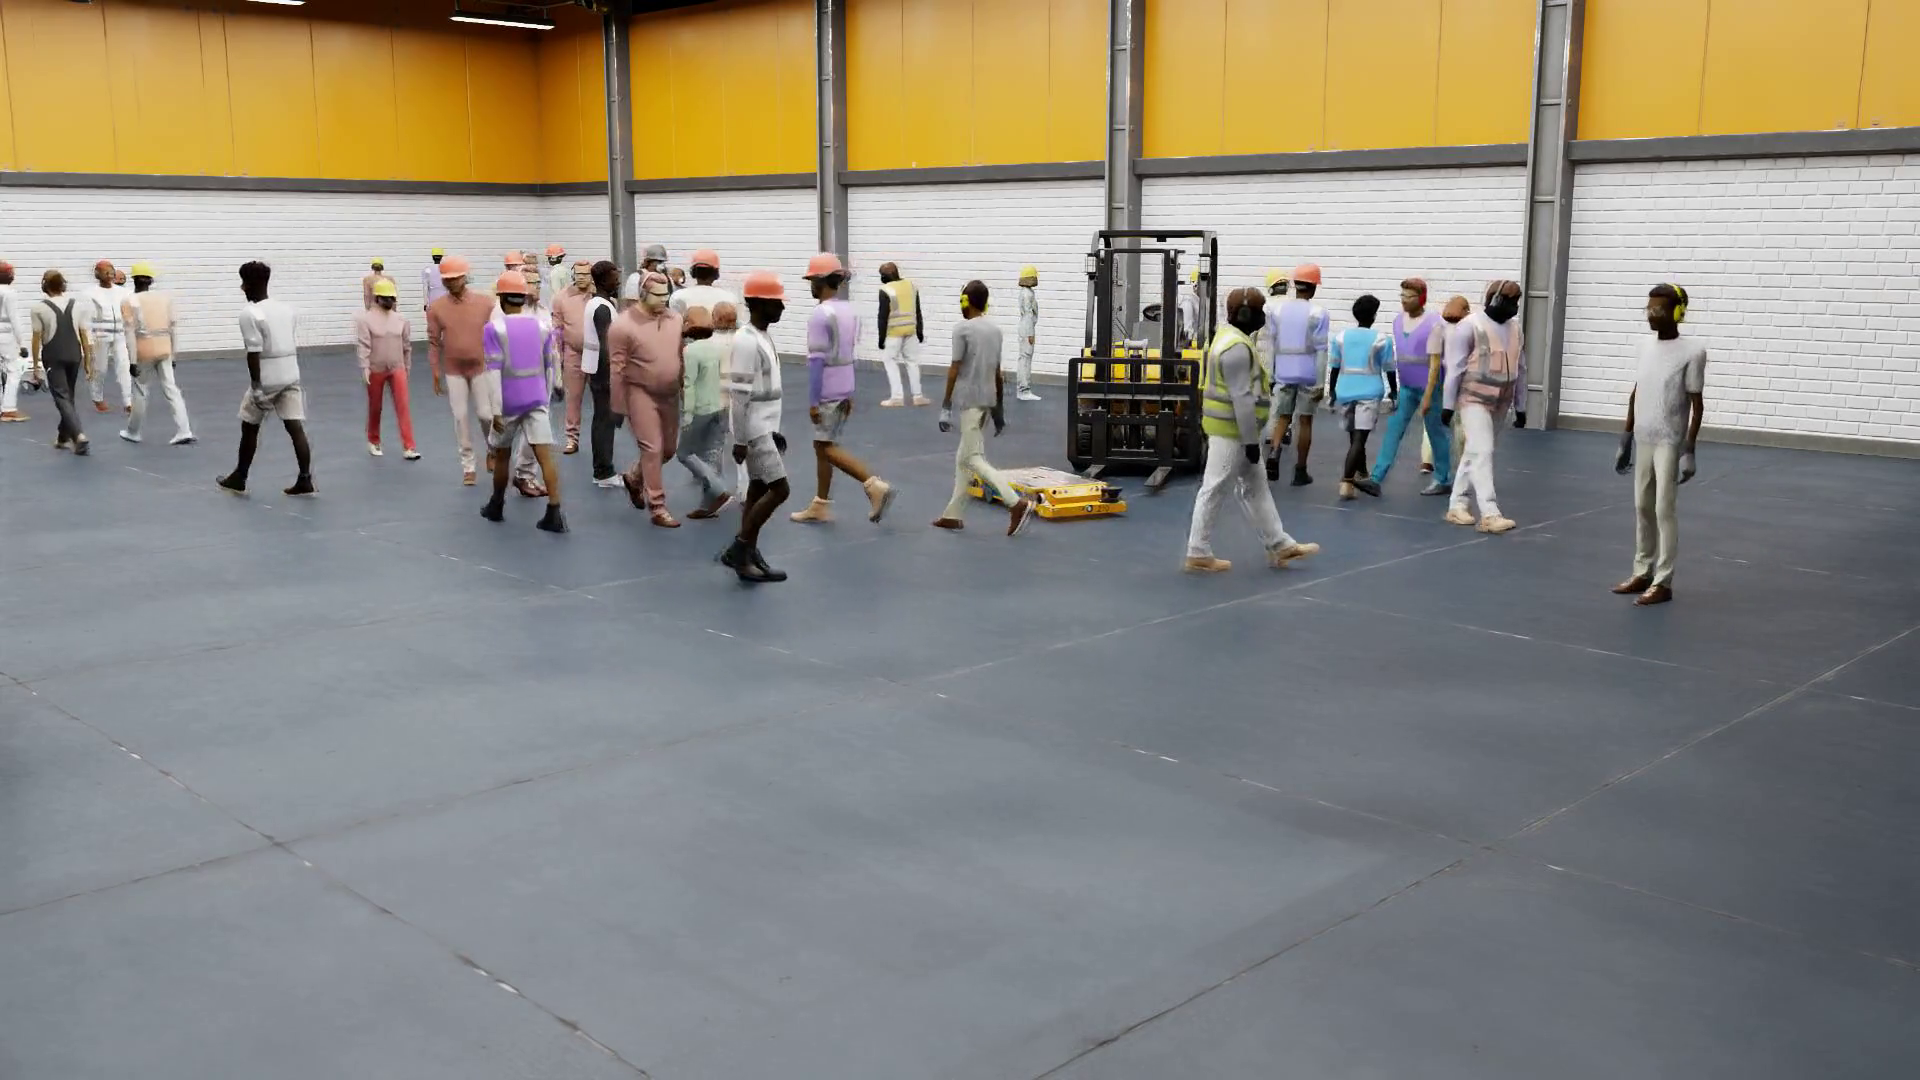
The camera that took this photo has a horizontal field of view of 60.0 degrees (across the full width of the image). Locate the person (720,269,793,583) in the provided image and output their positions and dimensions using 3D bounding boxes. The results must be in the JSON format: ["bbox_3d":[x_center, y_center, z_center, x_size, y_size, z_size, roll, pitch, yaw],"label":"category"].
[{"bbox_3d":[-1.207,-0.677,10.154,0.413,1.923,0.541,0,10,2],"label":"person"}]

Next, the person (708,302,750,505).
[{"bbox_3d":[-1.860,-1.104,13.373,0.530,1.600,0.850,-3,11,-16],"label":"person"}]

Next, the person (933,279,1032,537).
[{"bbox_3d":[0.161,-0.943,11.893,0.841,1.825,0.586,9,14,40],"label":"person"}]

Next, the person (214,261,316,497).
[{"bbox_3d":[-5.713,-1.300,13.576,0.965,1.917,0.610,4,11,22],"label":"person"}]

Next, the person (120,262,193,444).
[{"bbox_3d":[-8.277,-1.906,17.046,1.005,1.865,0.612,6,12,31],"label":"person"}]

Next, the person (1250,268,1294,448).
[{"bbox_3d":[3.194,-1.825,16.745,0.621,1.801,0.421,1,10,3],"label":"person"}]

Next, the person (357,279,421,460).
[{"bbox_3d":[-5.488,-1.626,15.907,0.528,1.720,0.921,-7,12,-34],"label":"person"}]

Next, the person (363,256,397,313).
[{"bbox_3d":[-10.053,-4.027,28.862,0.532,1.768,0.323,-3,11,-17],"label":"person"}]

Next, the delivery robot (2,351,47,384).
[{"bbox_3d":[-12.731,-2.327,22.635,0.707,0.478,0.477,9,14,40],"label":"delivery robot"}]

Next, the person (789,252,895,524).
[{"bbox_3d":[-0.866,-1.085,12.152,0.807,2.013,0.613,3,11,18],"label":"person"}]

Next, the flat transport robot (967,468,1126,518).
[{"bbox_3d":[0.654,-0.393,13.119,0.652,0.197,1.431,-5,12,-26],"label":"flat transport robot"}]

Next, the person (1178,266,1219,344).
[{"bbox_3d":[2.490,-1.927,17.221,0.403,1.833,0.591,7,12,34],"label":"person"}]

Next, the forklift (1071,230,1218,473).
[{"bbox_3d":[1.804,-1.825,15.677,1.214,2.155,2.313,2,11,13],"label":"forklift"}]

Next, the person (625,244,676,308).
[{"bbox_3d":[-3.679,-2.608,20.367,0.617,2.000,0.709,8,13,39],"label":"person"}]

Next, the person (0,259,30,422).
[{"bbox_3d":[-10.972,-2.255,18.974,0.650,1.853,0.407,2,11,12],"label":"person"}]

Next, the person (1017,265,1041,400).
[{"bbox_3d":[0.898,-2.699,21.667,0.286,1.746,0.489,-1,10,-6],"label":"person"}]

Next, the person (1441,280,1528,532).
[{"bbox_3d":[3.876,-0.958,12.017,0.648,1.802,0.881,-6,12,-28],"label":"person"}]

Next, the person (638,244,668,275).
[{"bbox_3d":[-5.367,-4.129,28.840,0.647,1.968,0.681,-10,14,-43],"label":"person"}]

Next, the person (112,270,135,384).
[{"bbox_3d":[-12.072,-3.074,24.003,0.512,1.640,0.311,-5,12,-27],"label":"person"}]

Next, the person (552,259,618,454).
[{"bbox_3d":[-3.655,-1.788,16.265,0.651,1.904,0.402,-2,11,-11],"label":"person"}]

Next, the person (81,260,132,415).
[{"bbox_3d":[-10.207,-2.420,19.908,0.990,1.841,0.593,9,13,39],"label":"person"}]

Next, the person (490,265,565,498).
[{"bbox_3d":[-3.466,-1.279,13.512,0.464,1.889,0.677,4,11,23],"label":"person"}]

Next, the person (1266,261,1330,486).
[{"bbox_3d":[2.842,-1.394,14.081,0.559,1.914,0.541,7,12,32],"label":"person"}]

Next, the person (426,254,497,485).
[{"bbox_3d":[-4.215,-1.452,14.250,0.628,1.969,0.611,-1,10,-5],"label":"person"}]

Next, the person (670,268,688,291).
[{"bbox_3d":[-4.411,-3.452,26.074,0.330,1.620,0.532,9,14,41],"label":"person"}]

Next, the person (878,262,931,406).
[{"bbox_3d":[-0.722,-2.579,20.913,0.785,1.811,0.433,-10,14,-43],"label":"person"}]

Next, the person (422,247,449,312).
[{"bbox_3d":[-9.360,-4.302,29.917,0.591,1.923,0.382,-5,11,-25],"label":"person"}]

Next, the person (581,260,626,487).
[{"bbox_3d":[-3.025,-1.410,14.167,0.392,1.919,0.592,-4,11,-19],"label":"person"}]

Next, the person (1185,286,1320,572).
[{"bbox_3d":[1.860,-0.675,10.454,0.916,1.805,0.658,2,11,9],"label":"person"}]

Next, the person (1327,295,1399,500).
[{"bbox_3d":[3.300,-1.173,13.591,0.550,1.642,0.884,8,13,36],"label":"person"}]

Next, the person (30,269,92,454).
[{"bbox_3d":[-8.797,-1.748,16.329,0.909,1.816,0.514,9,13,39],"label":"person"}]

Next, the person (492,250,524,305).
[{"bbox_3d":[-5.522,-2.620,20.698,0.548,1.942,0.347,-6,12,-28],"label":"person"}]

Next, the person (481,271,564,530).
[{"bbox_3d":[-3.224,-1.015,12.152,0.543,1.876,1.030,-9,14,-39],"label":"person"}]

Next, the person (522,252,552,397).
[{"bbox_3d":[-5.600,-2.799,21.777,0.403,1.905,0.651,5,12,26],"label":"person"}]

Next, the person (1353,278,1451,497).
[{"bbox_3d":[3.653,-1.215,13.468,1.003,1.780,0.586,-5,12,-26],"label":"person"}]

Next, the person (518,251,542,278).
[{"bbox_3d":[-6.069,-3.088,23.327,0.771,1.903,0.666,4,11,21],"label":"person"}]

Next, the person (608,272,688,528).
[{"bbox_3d":[-2.336,-1.049,12.347,0.790,1.874,0.686,9,14,41],"label":"person"}]

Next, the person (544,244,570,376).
[{"bbox_3d":[-6.118,-3.500,25.350,0.382,1.993,0.622,1,10,3],"label":"person"}]

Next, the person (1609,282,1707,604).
[{"bbox_3d":[4.071,-0.563,9.706,0.339,1.872,0.524,-4,11,-22],"label":"person"}]

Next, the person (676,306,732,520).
[{"bbox_3d":[-1.937,-0.940,12.441,0.349,1.612,0.534,4,11,20],"label":"person"}]

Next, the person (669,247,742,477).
[{"bbox_3d":[-2.186,-1.511,14.423,0.649,2.017,0.744,0,10,-2],"label":"person"}]

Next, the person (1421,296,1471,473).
[{"bbox_3d":[4.428,-1.403,15.021,0.516,1.587,0.850,9,14,40],"label":"person"}]
